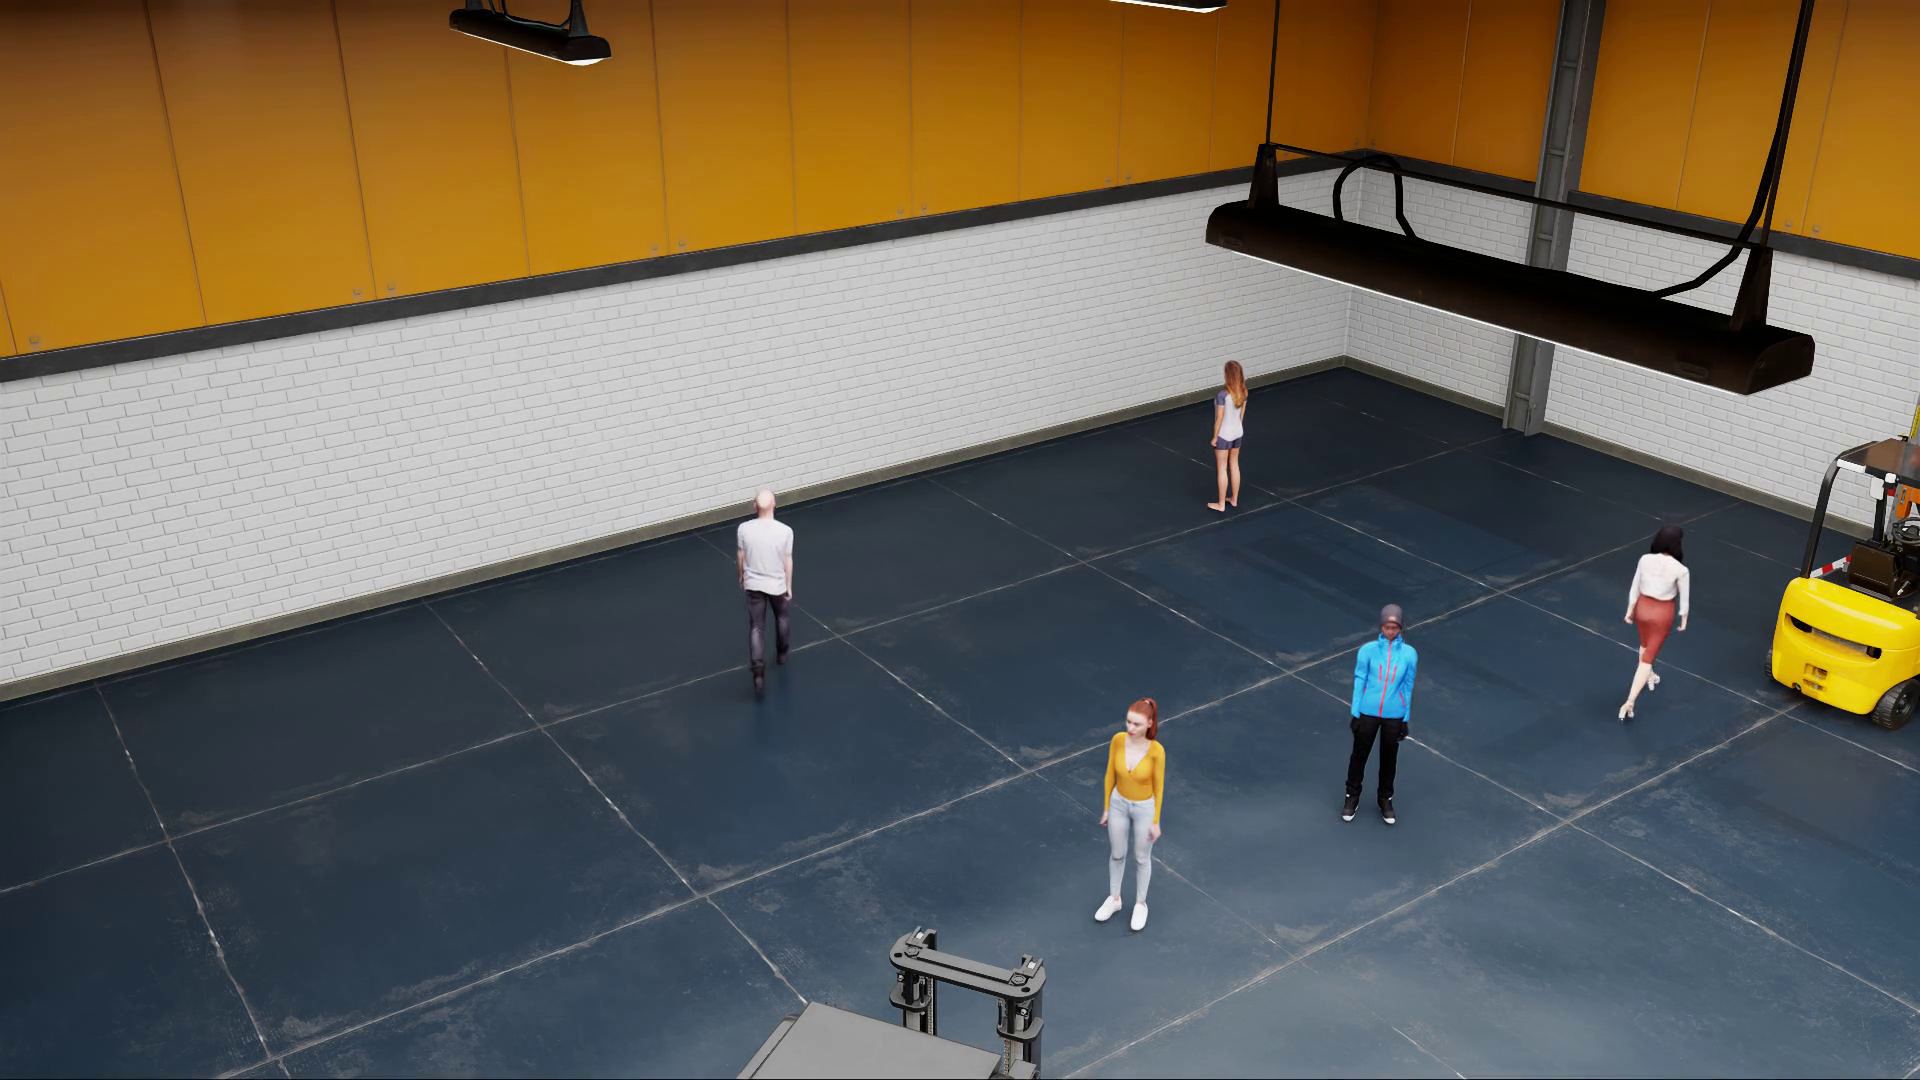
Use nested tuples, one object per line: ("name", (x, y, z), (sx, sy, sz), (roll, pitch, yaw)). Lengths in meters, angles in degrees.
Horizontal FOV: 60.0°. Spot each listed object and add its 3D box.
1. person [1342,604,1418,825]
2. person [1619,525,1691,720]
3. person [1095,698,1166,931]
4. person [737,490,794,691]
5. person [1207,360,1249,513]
("person", (3.226, 1.320, 12.757), (0.695, 1.794, 0.745), (3, 24, 6))
("person", (5.892, 0.744, 14.205), (1.107, 1.691, 0.840), (21, 31, 39))
("person", (1.208, 1.879, 11.532), (0.634, 1.750, 0.733), (12, 26, 25))
("person", (-1.735, 0.467, 14.701), (1.136, 1.801, 1.299), (0, 24, 0))
("person", (3.000, -1.167, 18.524), (0.591, 1.733, 0.542), (-17, 29, -34))
